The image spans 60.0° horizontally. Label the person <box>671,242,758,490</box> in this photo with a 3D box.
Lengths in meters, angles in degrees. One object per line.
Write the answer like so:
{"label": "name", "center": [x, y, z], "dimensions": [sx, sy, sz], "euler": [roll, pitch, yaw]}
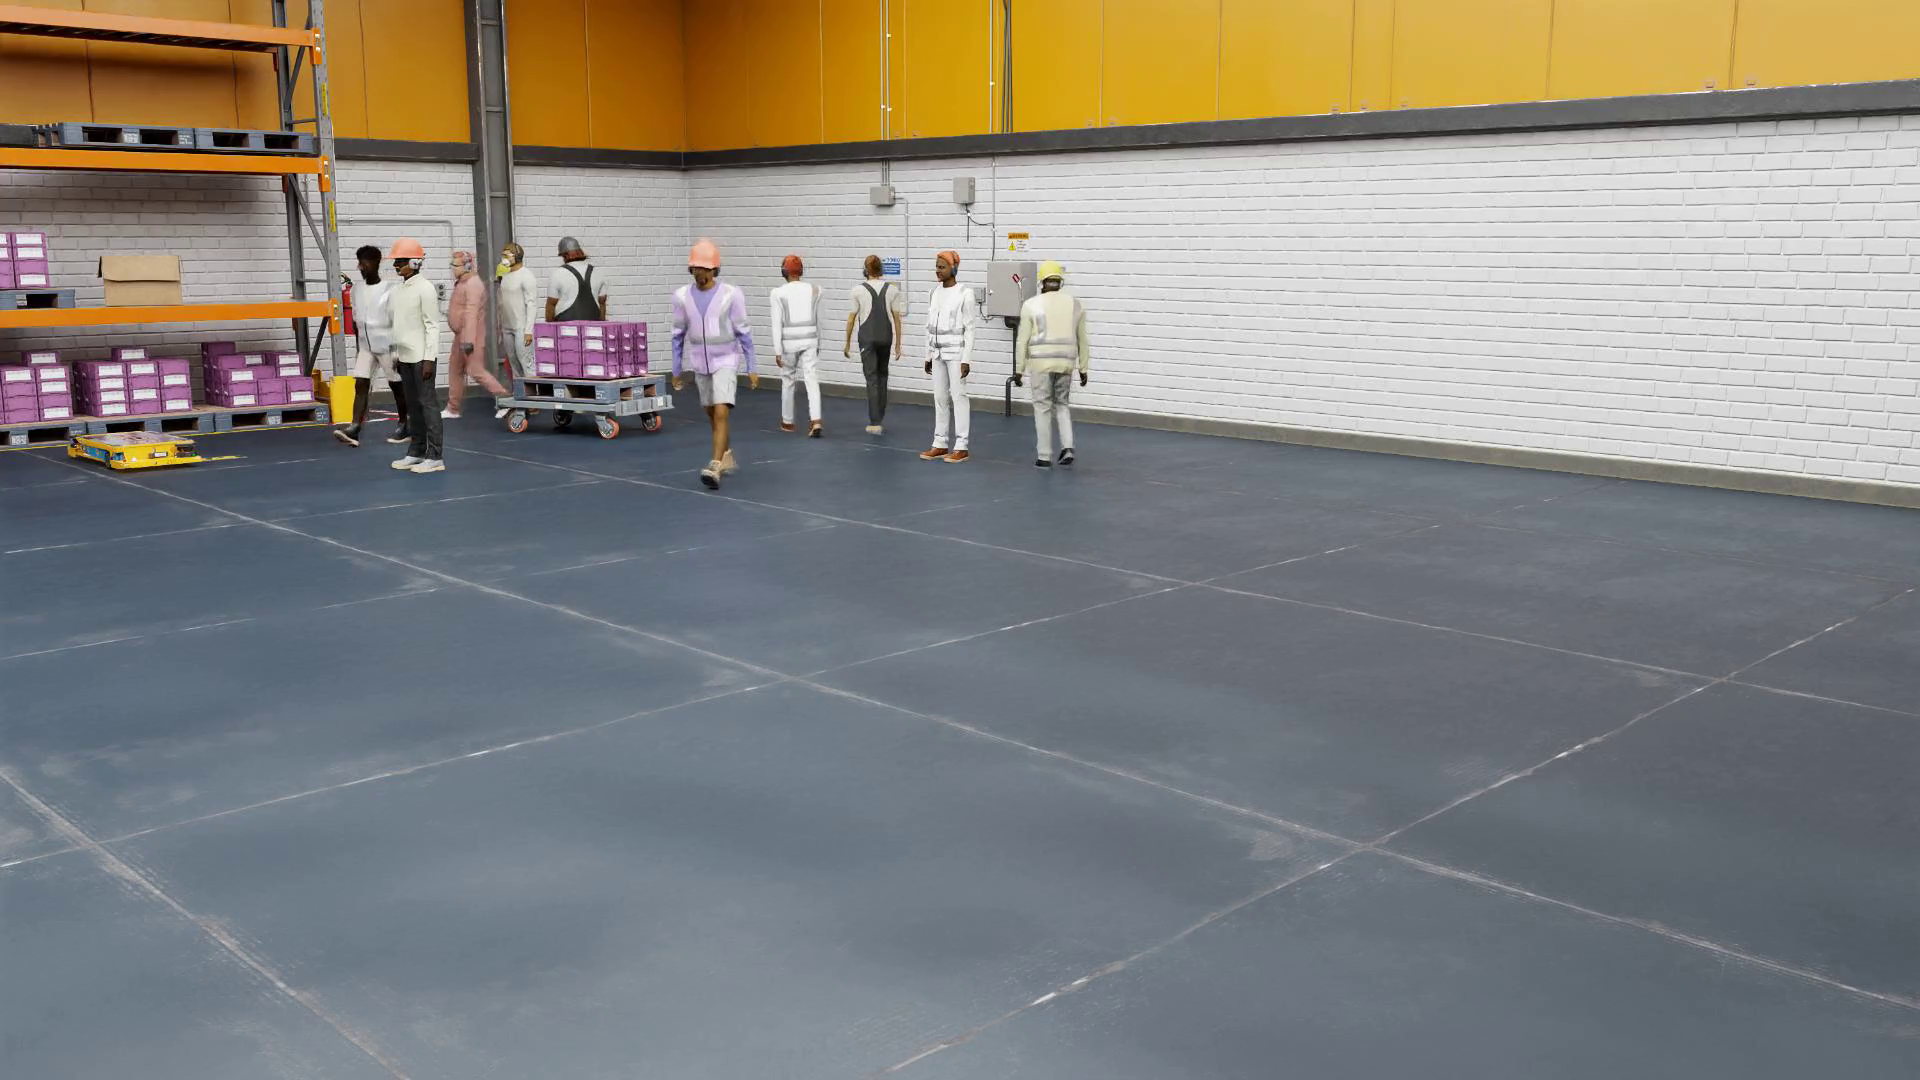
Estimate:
{"label": "person", "center": [-2.023, -1.409, 13.442], "dimensions": [0.700, 1.961, 1.107], "euler": [3, 11, 16]}

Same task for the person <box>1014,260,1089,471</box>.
{"label": "person", "center": [0.786, -1.503, 14.364], "dimensions": [0.632, 1.811, 0.439], "euler": [-4, 11, -21]}

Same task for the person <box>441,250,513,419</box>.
{"label": "person", "center": [-5.371, -2.251, 18.315], "dimensions": [0.833, 1.869, 0.720], "euler": [-6, 12, -28]}

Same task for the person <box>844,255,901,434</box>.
{"label": "person", "center": [-0.908, -2.011, 17.130], "dimensions": [0.544, 1.805, 0.772], "euler": [-3, 11, -18]}

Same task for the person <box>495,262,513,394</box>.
{"label": "person", "center": [-5.197, -2.358, 19.271], "dimensions": [0.555, 1.722, 0.530], "euler": [-9, 13, -39]}

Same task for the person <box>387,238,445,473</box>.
{"label": "person", "center": [-4.679, -1.579, 14.282], "dimensions": [0.612, 1.995, 0.382], "euler": [10, 15, 44]}

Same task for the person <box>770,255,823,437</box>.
{"label": "person", "center": [-1.621, -1.959, 16.820], "dimensions": [0.580, 1.845, 1.005], "euler": [-4, 11, -20]}

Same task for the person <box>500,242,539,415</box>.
{"label": "person", "center": [-4.975, -2.366, 18.727], "dimensions": [0.630, 1.940, 0.372], "euler": [10, 15, 44]}

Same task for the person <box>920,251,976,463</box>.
{"label": "person", "center": [-0.107, -1.636, 14.900], "dimensions": [0.574, 1.883, 0.356], "euler": [10, 15, 44]}

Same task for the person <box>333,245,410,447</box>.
{"label": "person", "center": [-5.635, -1.846, 15.933], "dimensions": [0.630, 1.914, 0.969], "euler": [3, 11, 17]}

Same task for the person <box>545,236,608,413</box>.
{"label": "person", "center": [-4.408, -2.470, 19.011], "dimensions": [0.688, 2.000, 0.541], "euler": [-10, 14, -42]}

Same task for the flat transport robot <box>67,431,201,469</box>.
{"label": "flat transport robot", "center": [-7.376, -0.816, 14.822], "dimensions": [0.652, 0.197, 1.431], "euler": [-10, 14, -44]}
